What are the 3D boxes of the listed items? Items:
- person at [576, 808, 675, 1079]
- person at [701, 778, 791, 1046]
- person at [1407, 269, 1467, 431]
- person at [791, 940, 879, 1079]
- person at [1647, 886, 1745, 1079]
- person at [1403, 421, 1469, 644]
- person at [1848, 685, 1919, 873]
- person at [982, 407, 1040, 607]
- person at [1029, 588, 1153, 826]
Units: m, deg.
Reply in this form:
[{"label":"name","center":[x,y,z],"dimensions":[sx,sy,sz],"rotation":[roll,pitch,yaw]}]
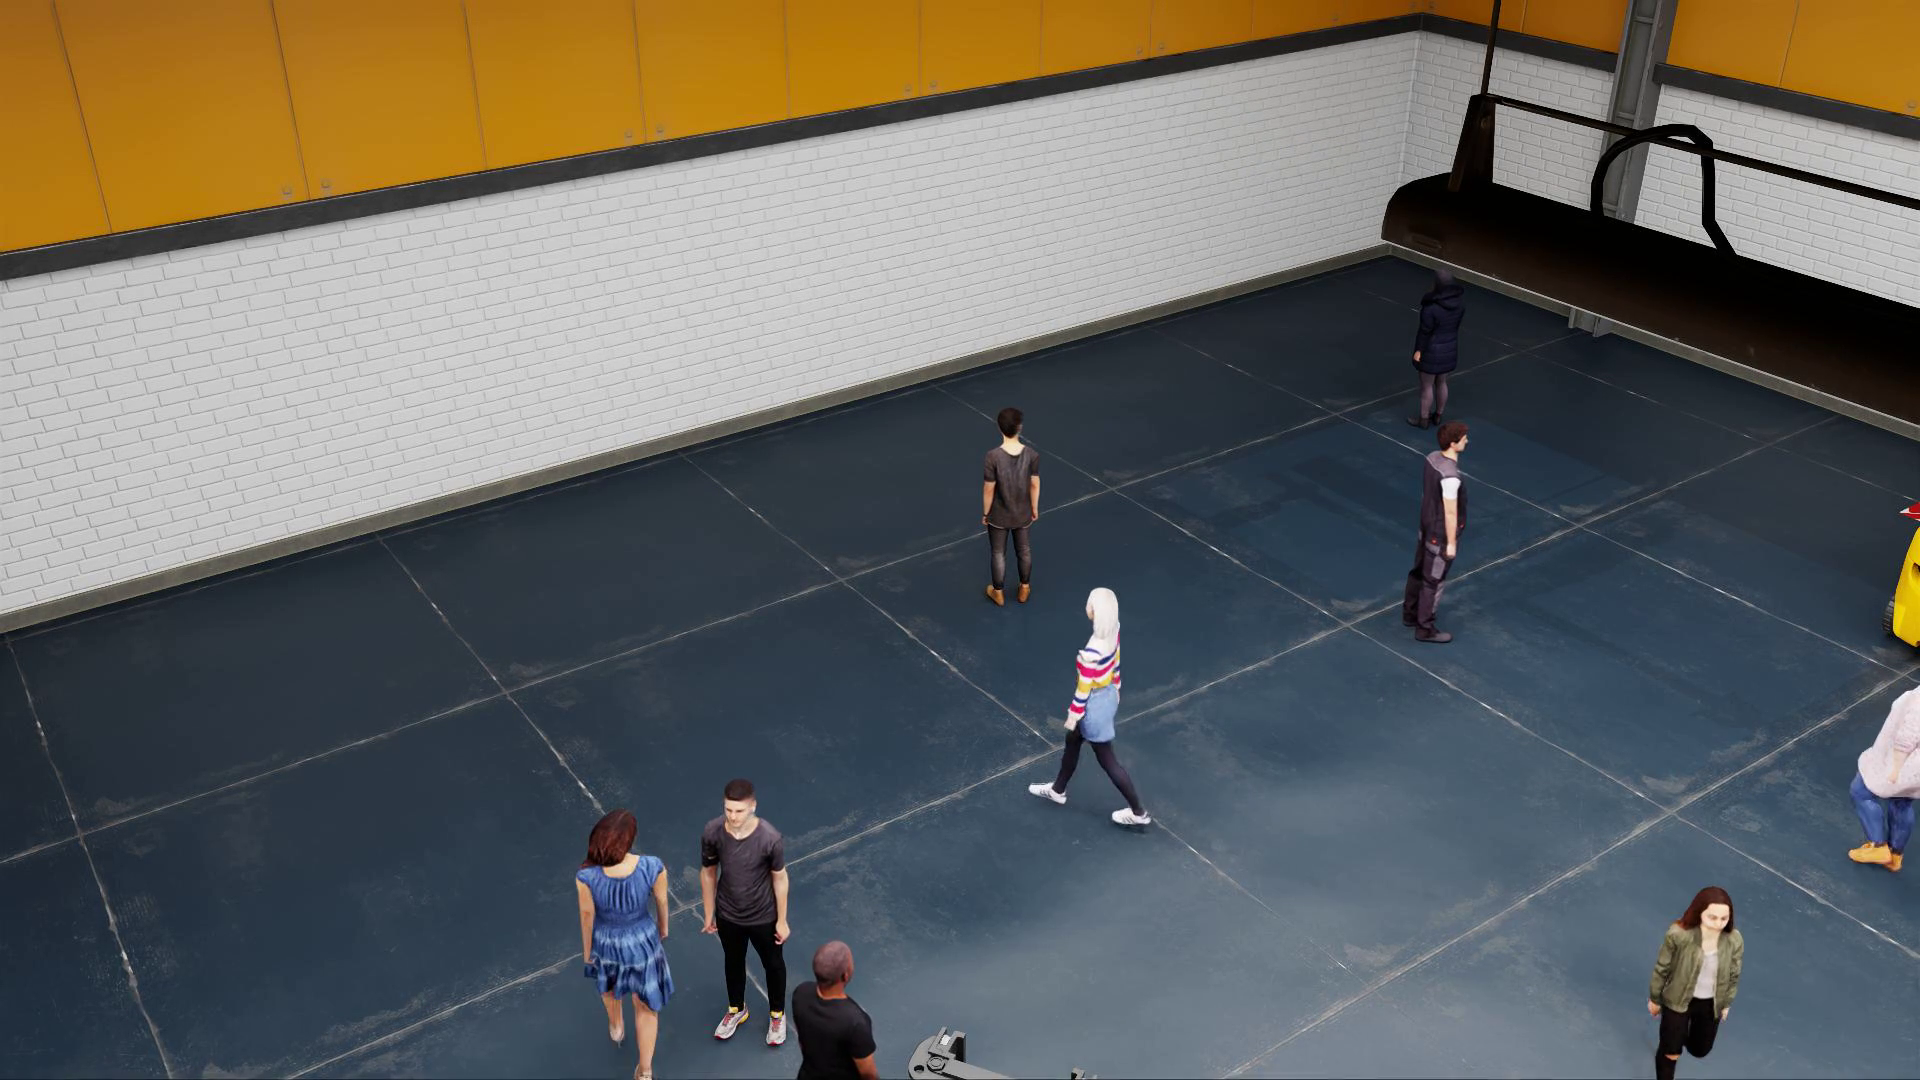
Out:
[{"label":"person","center":[-1.758,2.258,8.855],"dimensions":[0.822,1.778,0.953],"rotation":[-7,29,-13]},{"label":"person","center":[-1.171,2.054,9.243],"dimensions":[0.709,1.764,0.772],"rotation":[5,29,9]},{"label":"person","center":[4.765,-1.910,16.605],"dimensions":[0.693,1.672,0.672],"rotation":[-14,32,-25]},{"label":"person","center":[-0.595,2.686,8.044],"dimensions":[0.653,1.803,0.774],"rotation":[22,35,34]},{"label":"person","center":[3.890,2.416,8.894],"dimensions":[0.846,1.463,0.914],"rotation":[4,29,7]},{"label":"person","center":[3.745,-0.080,13.069],"dimensions":[0.800,1.848,0.682],"rotation":[-3,29,-5]},{"label":"person","center":[6.057,1.404,10.472],"dimensions":[0.673,1.728,0.622],"rotation":[-18,34,-30]},{"label":"person","center":[0.407,-0.266,13.550],"dimensions":[0.701,1.713,0.683],"rotation":[-5,29,-9]},{"label":"person","center":[0.978,1.139,10.916],"dimensions":[1.221,1.768,1.044],"rotation":[12,31,20]}]
